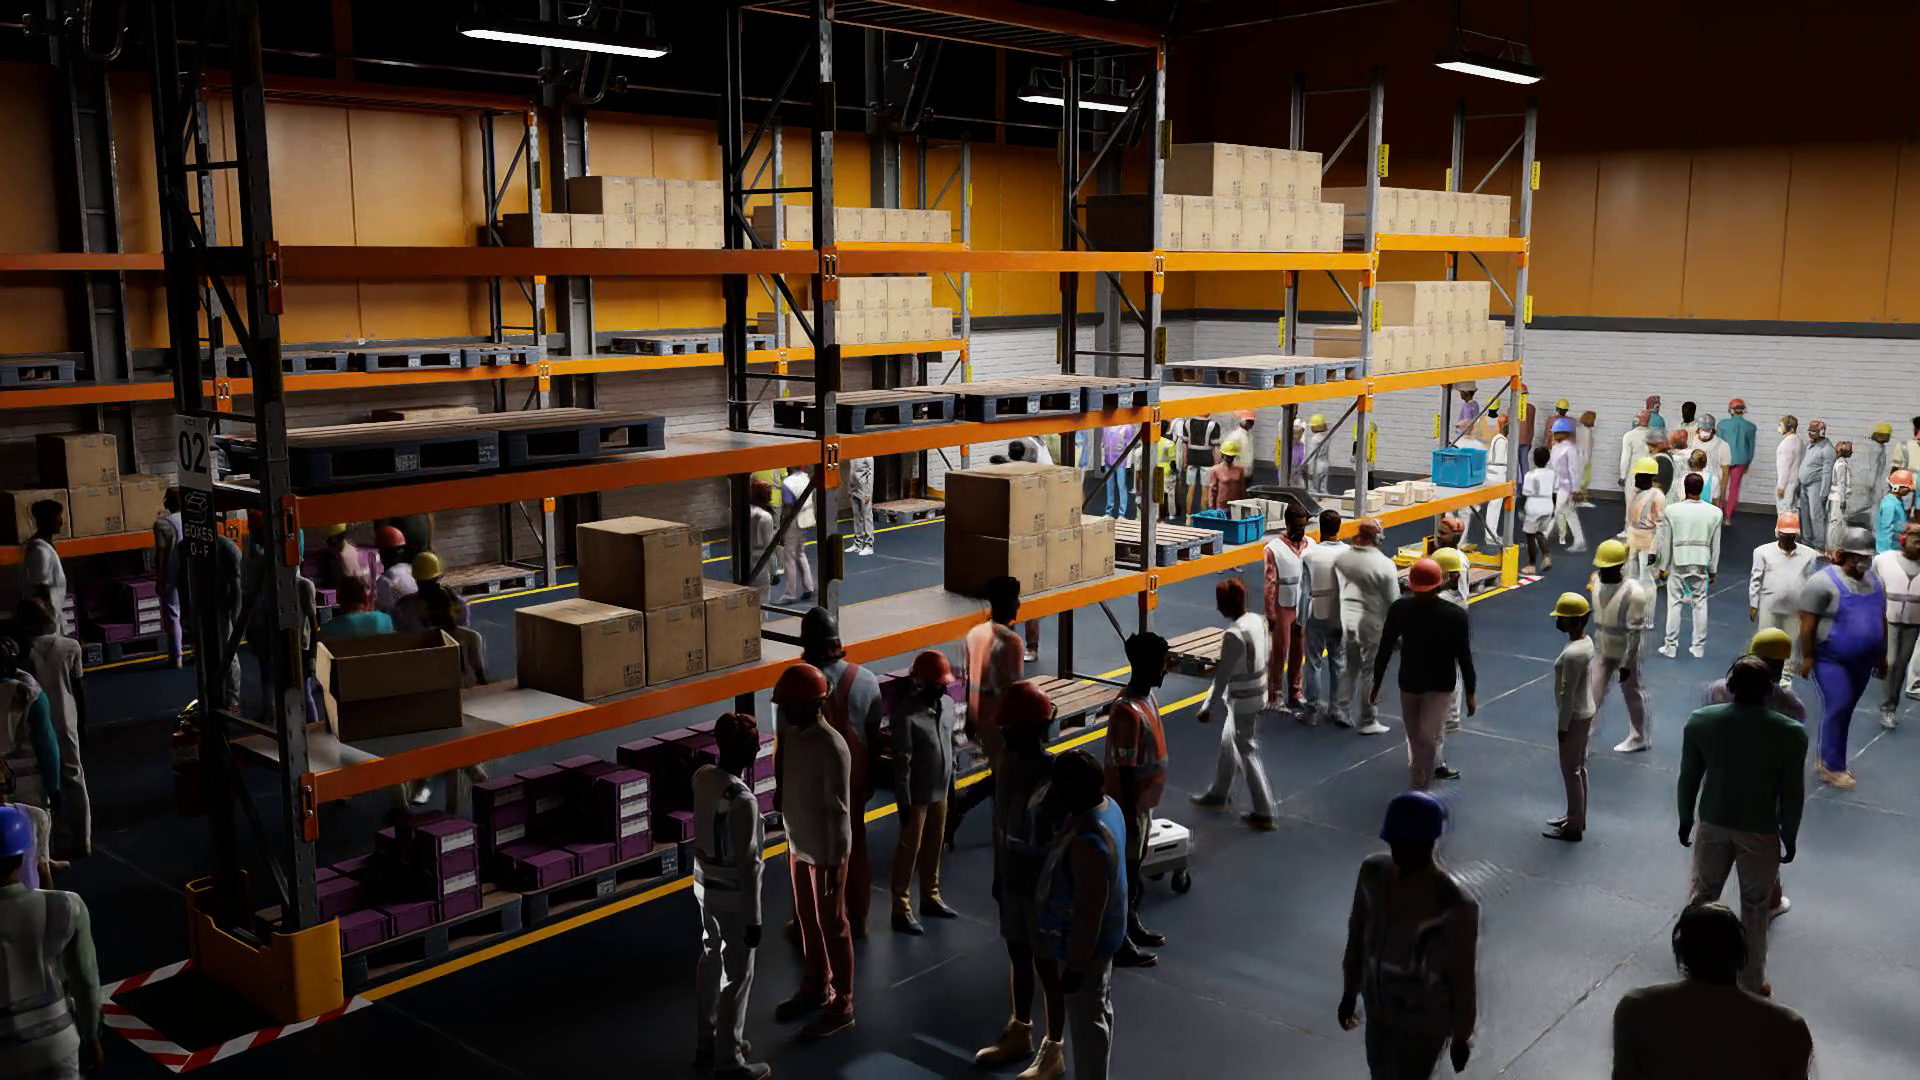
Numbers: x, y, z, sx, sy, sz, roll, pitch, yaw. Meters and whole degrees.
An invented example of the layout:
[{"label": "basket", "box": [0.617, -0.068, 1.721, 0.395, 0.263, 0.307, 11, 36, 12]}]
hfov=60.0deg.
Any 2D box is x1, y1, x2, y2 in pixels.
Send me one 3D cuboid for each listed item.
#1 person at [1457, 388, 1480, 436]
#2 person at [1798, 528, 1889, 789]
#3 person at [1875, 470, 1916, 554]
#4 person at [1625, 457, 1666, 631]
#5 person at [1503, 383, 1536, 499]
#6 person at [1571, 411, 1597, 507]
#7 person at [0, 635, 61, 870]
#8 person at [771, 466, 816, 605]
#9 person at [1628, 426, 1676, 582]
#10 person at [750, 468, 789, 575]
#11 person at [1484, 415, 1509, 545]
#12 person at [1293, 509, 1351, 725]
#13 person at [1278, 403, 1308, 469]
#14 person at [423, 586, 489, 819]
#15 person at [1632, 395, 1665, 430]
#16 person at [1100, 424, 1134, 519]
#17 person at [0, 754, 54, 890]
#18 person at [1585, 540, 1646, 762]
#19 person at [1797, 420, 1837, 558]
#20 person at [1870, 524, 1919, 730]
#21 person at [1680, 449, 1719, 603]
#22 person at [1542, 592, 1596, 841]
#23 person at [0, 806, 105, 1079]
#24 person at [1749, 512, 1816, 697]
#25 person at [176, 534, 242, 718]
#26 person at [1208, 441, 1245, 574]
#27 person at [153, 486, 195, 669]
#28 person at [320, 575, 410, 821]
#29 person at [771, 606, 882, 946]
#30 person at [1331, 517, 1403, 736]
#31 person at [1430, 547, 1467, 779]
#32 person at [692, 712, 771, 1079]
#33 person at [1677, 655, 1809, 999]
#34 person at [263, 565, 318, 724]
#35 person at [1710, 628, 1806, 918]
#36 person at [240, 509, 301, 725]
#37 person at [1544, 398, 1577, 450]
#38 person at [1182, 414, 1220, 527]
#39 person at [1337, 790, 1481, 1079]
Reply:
[{"label": "person", "box": [8.672, -1.710, 28.490, 0.397, 2.043, 0.610, 6, 11, 31]}, {"label": "person", "box": [6.952, 0.905, 12.880, 0.704, 2.000, 0.741, -3, 10, -16]}, {"label": "person", "box": [10.527, 0.070, 18.764, 0.349, 1.740, 0.575, 7, 12, 36]}, {"label": "person", "box": [7.531, 0.042, 18.364, 0.365, 1.930, 0.585, -1, 10, -7]}, {"label": "person", "box": [9.586, -1.699, 28.565, 0.625, 1.992, 0.389, -5, 11, -27]}, {"label": "person", "box": [10.297, -1.327, 27.481, 0.457, 1.621, 0.510, 2, 10, 13]}, {"label": "person", "box": [-5.730, 1.483, 10.023, 0.627, 1.843, 0.429, 0, 10, -2]}, {"label": "person", "box": [-1.939, -0.137, 19.755, 0.382, 1.827, 0.684, 3, 10, 19]}, {"label": "person", "box": [8.734, -0.436, 20.886, 0.652, 2.000, 0.686, 6, 11, 33]}, {"label": "person", "box": [-2.478, -0.500, 21.608, 0.594, 1.924, 0.382, 2, 10, 12]}, {"label": "person", "box": [7.779, -0.870, 23.985, 0.355, 1.876, 0.574, 2, 10, 13]}, {"label": "person", "box": [3.233, 0.683, 14.622, 0.598, 1.907, 0.409, -3, 10, -16]}, {"label": "person", "box": [5.257, -1.276, 26.390, 0.352, 1.880, 0.577, -7, 12, -36]}, {"label": "person", "box": [-3.564, 1.200, 11.809, 0.536, 1.819, 0.961, 4, 10, 21]}, {"label": "person", "box": [11.205, -1.391, 26.988, 0.407, 1.910, 0.639, -4, 10, -21]}, {"label": "person", "box": [2.422, -1.210, 25.862, 0.588, 1.923, 0.383, 9, 13, 43]}, {"label": "person", "box": [-4.450, 1.868, 7.718, 0.329, 1.842, 0.515, 8, 13, 41]}, {"label": "person", "box": [5.321, 0.896, 13.532, 1.016, 1.845, 0.585, -5, 11, -29]}, {"label": "person", "box": [11.756, -0.703, 22.921, 0.399, 1.900, 0.647, 0, 10, -1]}, {"label": "person", "box": [8.175, 0.758, 14.406, 0.614, 1.810, 0.729, 2, 10, 12]}, {"label": "person", "box": [8.782, -0.168, 19.872, 0.517, 1.843, 0.326, -3, 10, -16]}, {"label": "person", "box": [4.305, 1.237, 11.754, 0.335, 1.757, 0.518, 6, 11, 31]}, {"label": "person", "box": [-3.726, 2.006, 6.584, 0.615, 1.945, 0.404, -5, 11, -29]}, {"label": "person", "box": [7.680, 0.603, 15.539, 0.573, 1.749, 0.339, 2, 10, 11]}, {"label": "person", "box": [-6.660, 0.639, 14.772, 0.627, 1.941, 0.373, 2, 10, 13]}, {"label": "person", "box": [3.485, -0.426, 21.690, 0.530, 1.755, 0.341, -4, 10, -22]}, {"label": "person", "box": [-7.811, 0.372, 16.685, 0.349, 1.836, 0.517, 8, 12, 38]}, {"label": "person", "box": [-4.371, 1.154, 12.174, 1.012, 1.784, 0.584, 8, 13, 41]}, {"label": "person", "box": [-0.833, 1.393, 9.971, 0.688, 2.000, 0.536, -5, 11, -26]}, {"label": "person", "box": [3.486, 0.745, 14.258, 0.400, 1.903, 0.673, -6, 11, -33]}, {"label": "person", "box": [3.795, 0.961, 13.165, 0.404, 1.830, 0.603, 0, 10, -2]}, {"label": "person", "box": [-1.138, 1.768, 8.240, 0.341, 1.877, 0.577, -6, 11, -32]}, {"label": "person", "box": [4.292, 1.586, 9.190, 0.644, 1.927, 0.388, 8, 12, 39]}, {"label": "person", "box": [-5.382, 0.914, 13.337, 0.512, 1.872, 0.328, 3, 10, 19]}, {"label": "person", "box": [4.778, 1.458, 10.079, 0.979, 1.886, 0.596, -9, 13, -41]}, {"label": "person", "box": [-6.036, 0.681, 14.566, 0.385, 1.929, 0.543, 7, 12, 38]}, {"label": "person", "box": [10.207, -1.535, 28.289, 0.525, 1.762, 0.339, 1, 10, 6]}, {"label": "person", "box": [3.692, -1.190, 25.426, 0.613, 2.033, 0.410, 6, 11, 30]}, {"label": "person", "box": [1.936, 1.949, 7.022, 0.842, 1.918, 0.609, -5, 11, -29]}]
